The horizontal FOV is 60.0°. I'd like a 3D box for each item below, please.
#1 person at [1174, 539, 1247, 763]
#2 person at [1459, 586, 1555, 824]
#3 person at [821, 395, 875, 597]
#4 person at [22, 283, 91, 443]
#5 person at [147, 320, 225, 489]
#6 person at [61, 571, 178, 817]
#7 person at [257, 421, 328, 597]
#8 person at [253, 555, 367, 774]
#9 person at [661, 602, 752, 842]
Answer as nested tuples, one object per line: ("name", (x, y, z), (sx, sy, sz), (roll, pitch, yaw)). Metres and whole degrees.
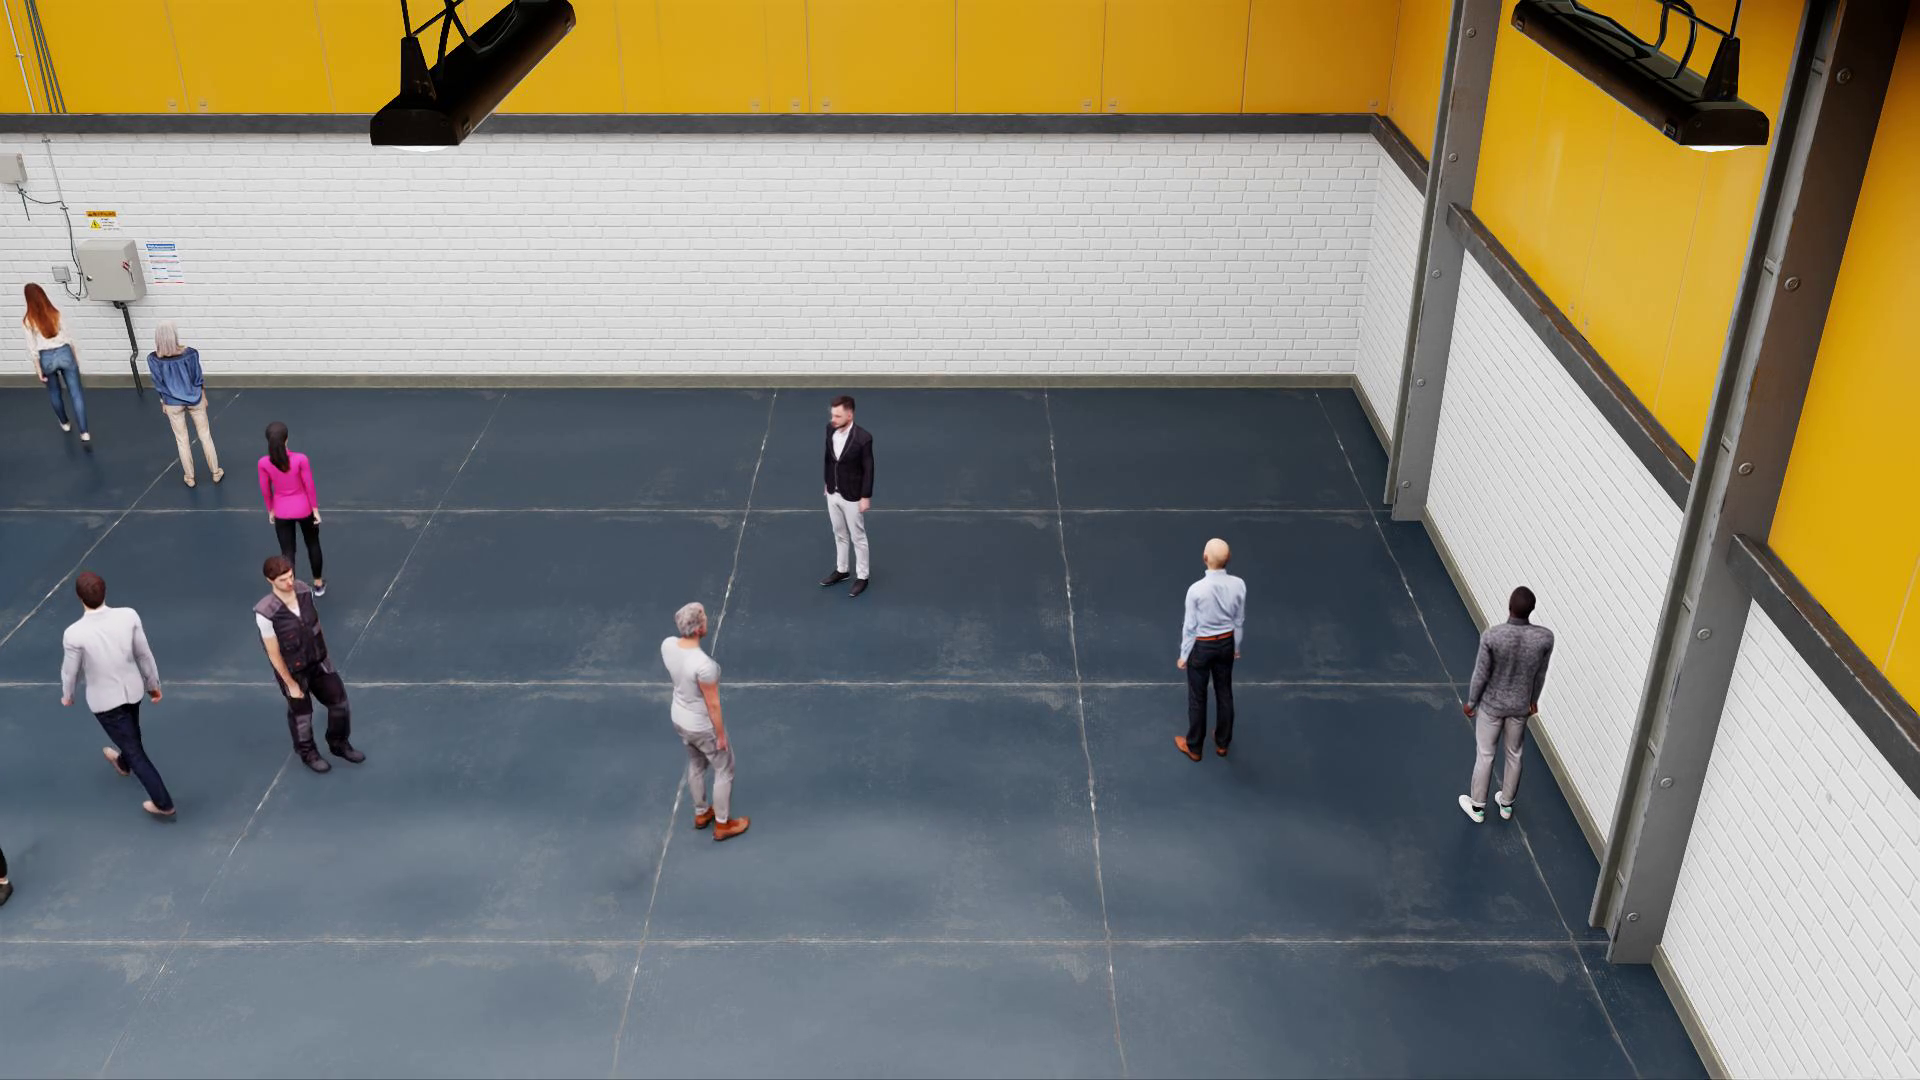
("person", (1.826, 0.804, 12.124), (0.701, 1.789, 0.652), (-8, 30, -14))
("person", (3.759, 1.134, 11.467), (0.684, 1.838, 0.543), (-1, 29, -2))
("person", (-0.960, -0.415, 14.308), (0.740, 1.837, 0.770), (21, 35, 33))
("person", (-9.171, -1.779, 16.952), (0.924, 1.699, 1.138), (-15, 32, -26))
("person", (-7.525, -1.332, 16.134), (0.701, 1.697, 0.709), (-13, 31, -23))
("person", (-5.787, 1.126, 11.533), (1.185, 1.790, 1.246), (17, 33, 28))
("person", (-5.631, -0.176, 14.036), (0.716, 1.679, 1.026), (-6, 29, -10))
("person", (-4.806, 0.874, 11.953), (0.877, 1.830, 0.801), (15, 32, 26))
("person", (-1.816, 1.242, 11.285), (0.803, 1.822, 0.860), (26, 38, 38))
